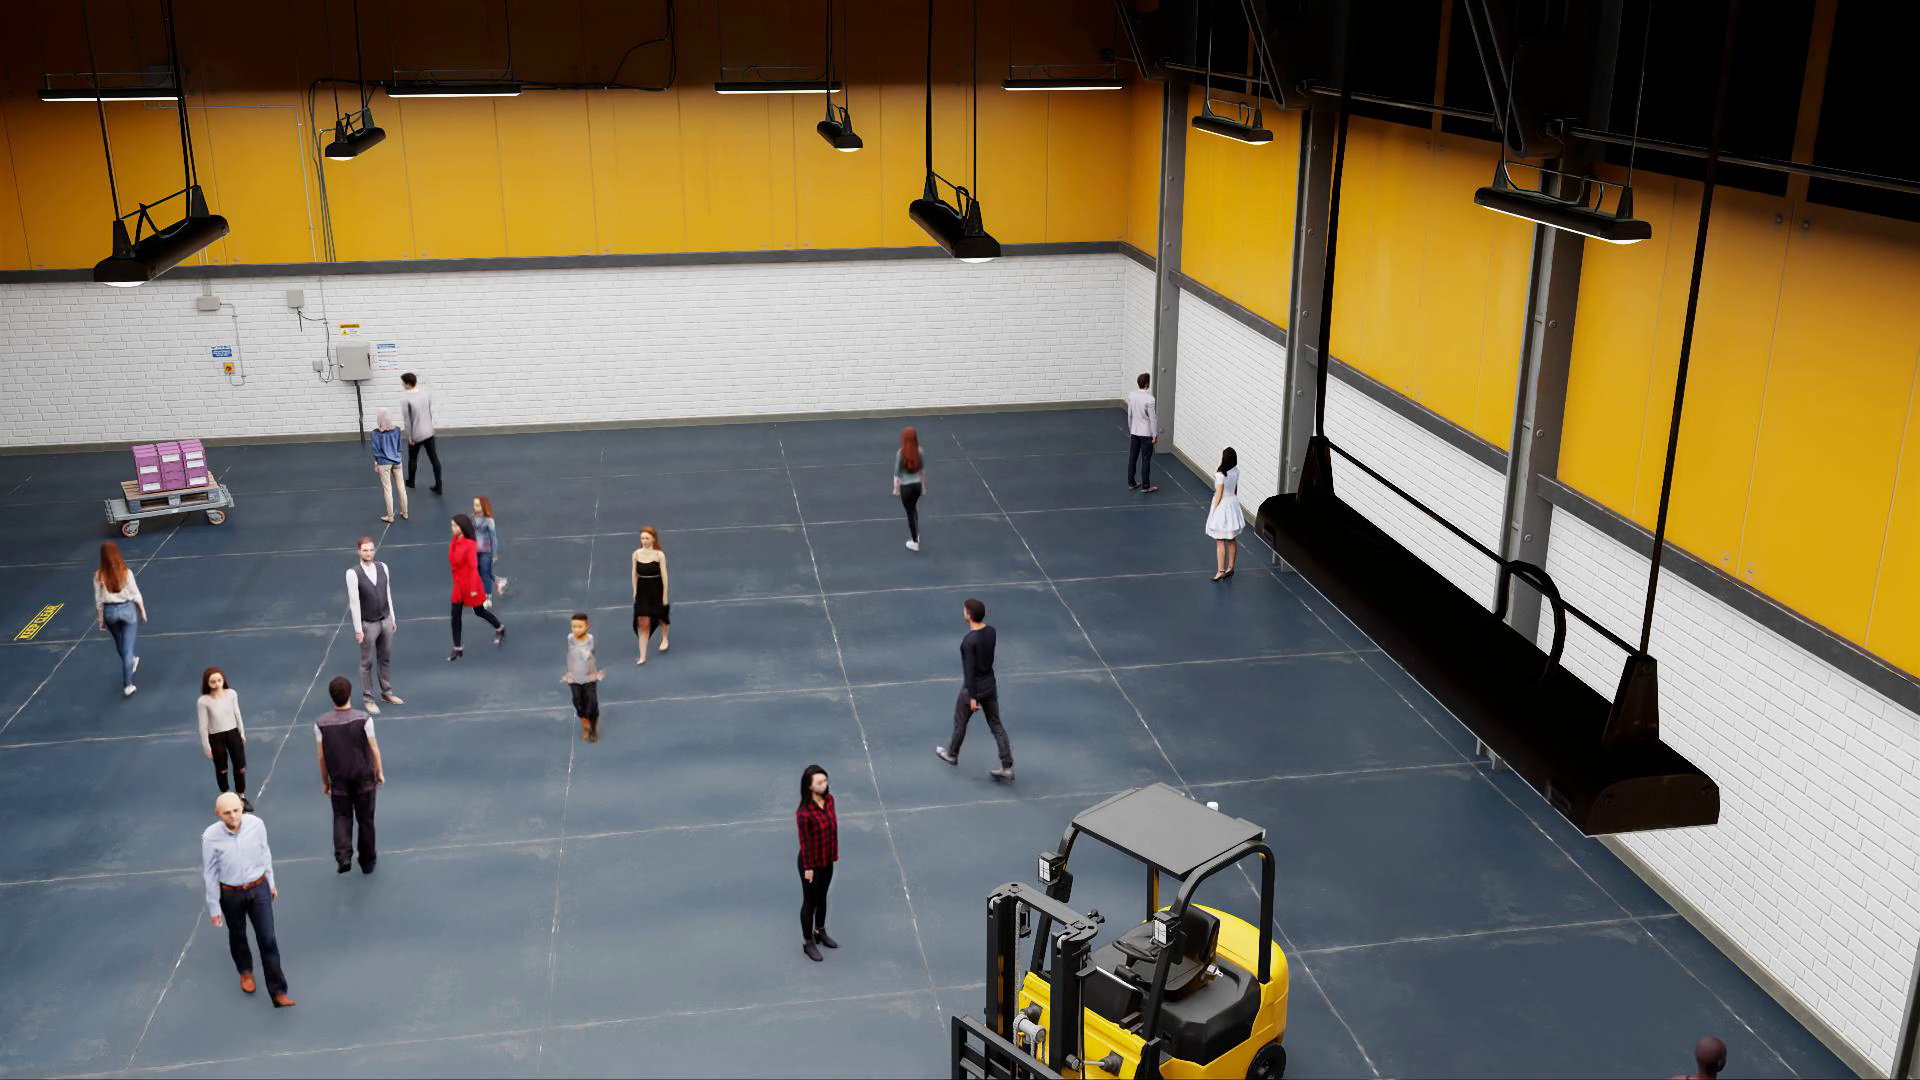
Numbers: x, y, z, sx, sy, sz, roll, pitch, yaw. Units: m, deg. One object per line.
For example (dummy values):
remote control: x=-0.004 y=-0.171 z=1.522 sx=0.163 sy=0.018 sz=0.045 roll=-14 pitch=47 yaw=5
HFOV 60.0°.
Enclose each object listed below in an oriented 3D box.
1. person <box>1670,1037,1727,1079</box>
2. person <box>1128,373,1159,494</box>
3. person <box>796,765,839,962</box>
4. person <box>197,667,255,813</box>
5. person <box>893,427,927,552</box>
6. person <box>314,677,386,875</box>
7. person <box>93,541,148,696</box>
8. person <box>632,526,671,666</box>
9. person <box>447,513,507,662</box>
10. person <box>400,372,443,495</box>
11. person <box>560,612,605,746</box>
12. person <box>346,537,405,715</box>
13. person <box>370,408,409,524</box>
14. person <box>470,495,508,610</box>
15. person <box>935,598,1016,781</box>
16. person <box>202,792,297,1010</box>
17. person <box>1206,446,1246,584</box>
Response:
person: x=4.324 y=3.705 z=9.812 sx=0.655 sy=1.763 sz=0.732 roll=15 pitch=24 yaw=38
person: x=2.802 y=-1.667 z=25.625 sx=0.723 sy=1.852 sz=0.825 roll=18 pitch=25 yaw=42
person: x=-1.168 y=2.565 z=13.362 sx=0.720 sy=1.658 sz=0.642 roll=10 pitch=21 yaw=28
person: x=-7.000 y=1.862 z=15.745 sx=0.723 sy=1.469 sz=0.788 roll=-16 pitch=25 yaw=-40
person: x=-0.641 y=-0.677 z=22.873 sx=0.676 sy=1.731 sz=0.713 roll=-12 pitch=22 yaw=-32
person: x=-5.291 y=2.103 z=14.452 sx=0.649 sy=1.837 sz=0.725 roll=-3 pitch=19 yaw=-9
person: x=-9.257 y=0.886 z=18.309 sx=0.624 sy=1.681 sz=1.128 roll=-4 pitch=19 yaw=-11
person: x=-3.543 y=0.610 z=19.297 sx=0.813 sy=1.576 sz=1.152 roll=1 pitch=19 yaw=4
person: x=-5.643 y=0.527 z=19.324 sx=1.077 sy=1.714 sz=1.083 roll=14 pitch=23 yaw=35
person: x=-8.165 y=-1.594 z=25.367 sx=1.269 sy=1.878 sz=1.183 roll=16 pitch=24 yaw=39
person: x=-3.916 y=1.356 z=17.283 sx=0.631 sy=1.446 sz=0.655 roll=1 pitch=19 yaw=2
person: x=-6.323 y=0.881 z=17.924 sx=0.786 sy=1.938 sz=0.742 roll=14 pitch=23 yaw=36
person: x=-8.294 y=-1.105 z=24.196 sx=0.742 sy=1.697 sz=0.708 roll=17 pitch=25 yaw=41
person: x=-5.930 y=0.129 z=20.898 sx=0.826 sy=1.464 sz=0.898 roll=11 pitch=22 yaw=30
person: x=0.263 y=1.504 z=16.255 sx=1.268 sy=1.822 sz=1.101 roll=17 pitch=25 yaw=41
person: x=-5.528 y=2.713 z=12.778 sx=1.011 sy=1.749 sz=1.252 roll=-13 pitch=23 yaw=-34
person: x=3.475 y=-0.339 z=21.737 sx=0.841 sy=1.817 sz=0.886 roll=-15 pitch=24 yaw=-37
